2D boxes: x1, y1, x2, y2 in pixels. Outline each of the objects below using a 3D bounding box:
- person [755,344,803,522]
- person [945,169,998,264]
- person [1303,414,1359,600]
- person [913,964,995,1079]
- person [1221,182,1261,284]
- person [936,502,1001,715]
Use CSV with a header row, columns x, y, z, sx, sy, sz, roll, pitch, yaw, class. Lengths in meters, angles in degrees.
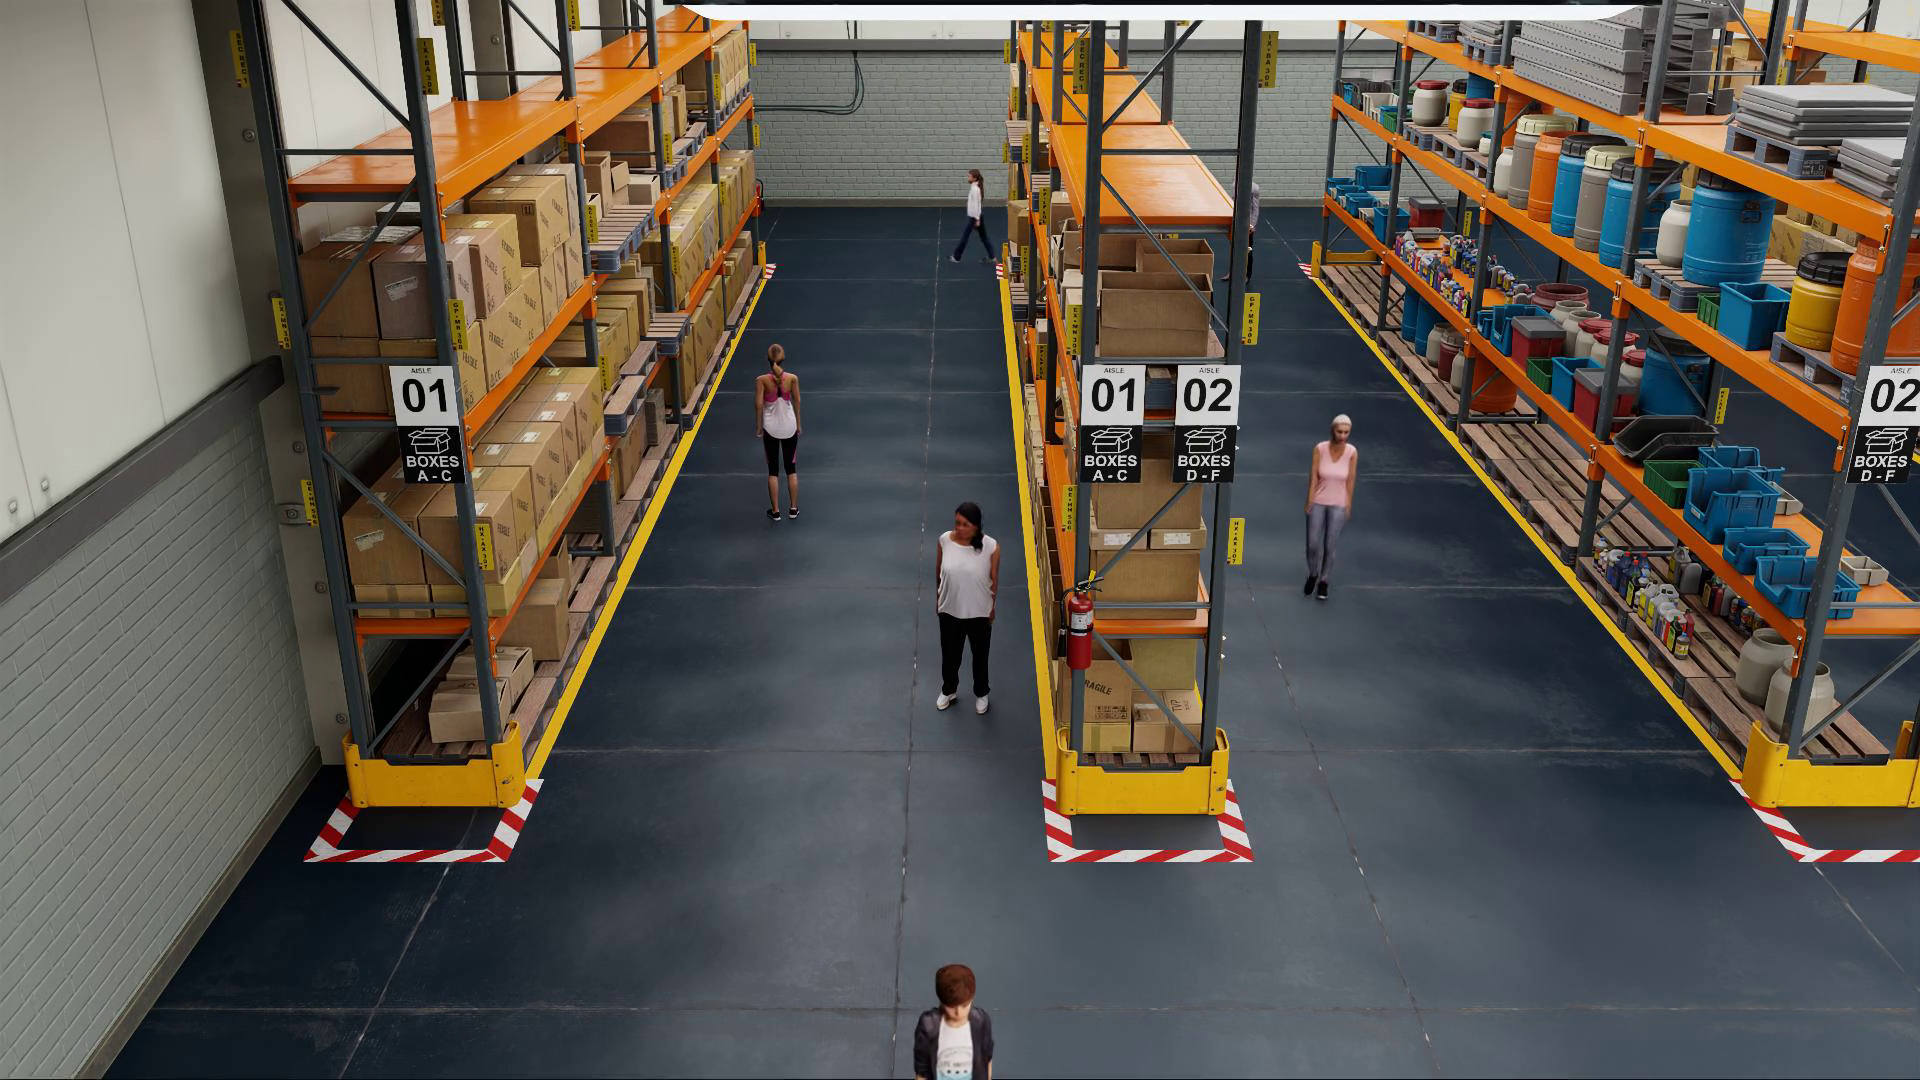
x,y,z,sx,sy,sz,roll,pitch,yaw,class
-1.783,-1.067,16.442,0.660,1.788,0.611,-6,23,-14,person
0.330,-5.204,26.924,0.601,1.509,0.992,0,22,1,person
3.266,-0.324,14.730,0.616,1.708,0.632,5,23,11,person
-0.031,2.605,7.934,0.579,1.432,0.676,-2,22,-6,person
4.395,-4.931,25.802,0.813,1.852,0.753,-21,30,-41,person
0.049,0.502,12.736,0.717,1.688,0.695,6,23,14,person
